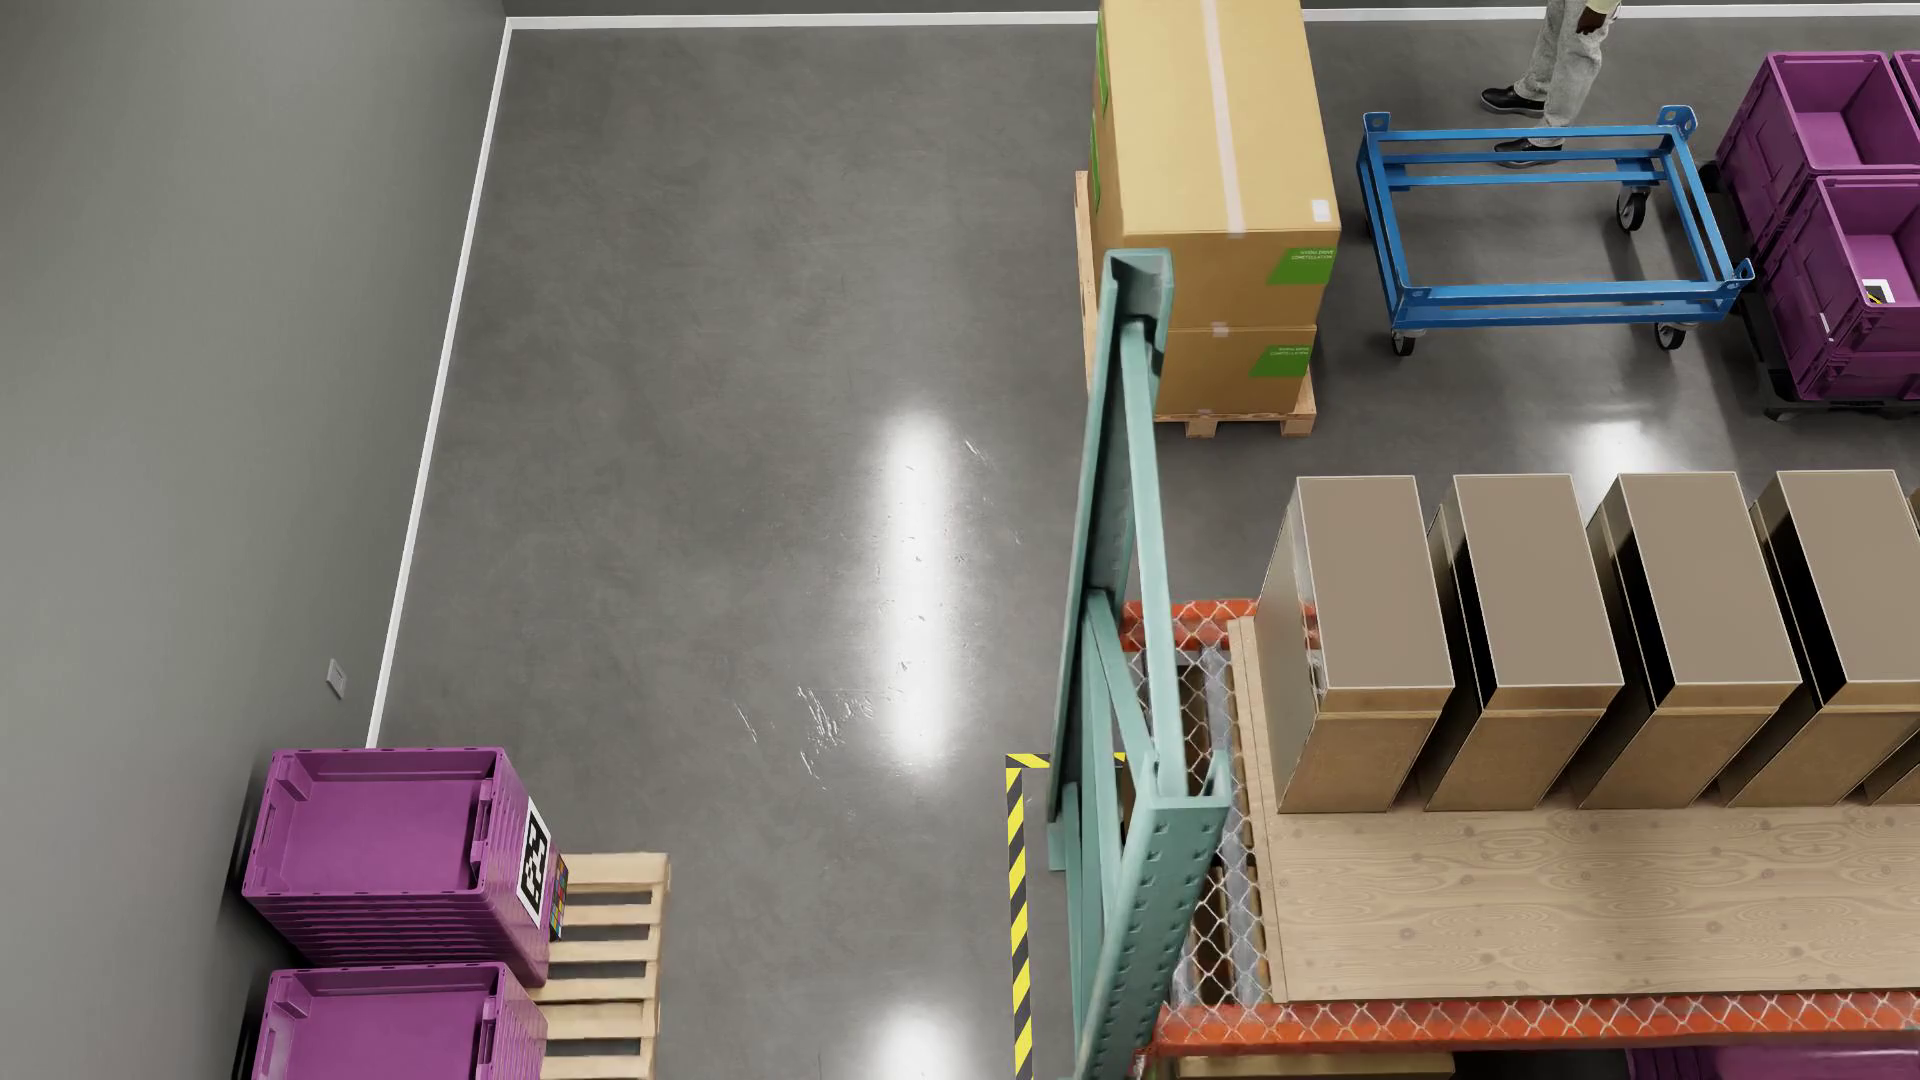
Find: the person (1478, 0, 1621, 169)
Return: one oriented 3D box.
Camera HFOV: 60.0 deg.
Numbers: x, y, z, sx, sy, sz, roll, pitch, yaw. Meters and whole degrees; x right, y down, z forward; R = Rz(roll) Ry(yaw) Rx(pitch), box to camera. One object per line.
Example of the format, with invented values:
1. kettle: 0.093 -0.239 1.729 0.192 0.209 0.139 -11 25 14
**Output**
1. person: 2.320 -2.155 6.085 0.404 1.831 0.590 1 58 1
